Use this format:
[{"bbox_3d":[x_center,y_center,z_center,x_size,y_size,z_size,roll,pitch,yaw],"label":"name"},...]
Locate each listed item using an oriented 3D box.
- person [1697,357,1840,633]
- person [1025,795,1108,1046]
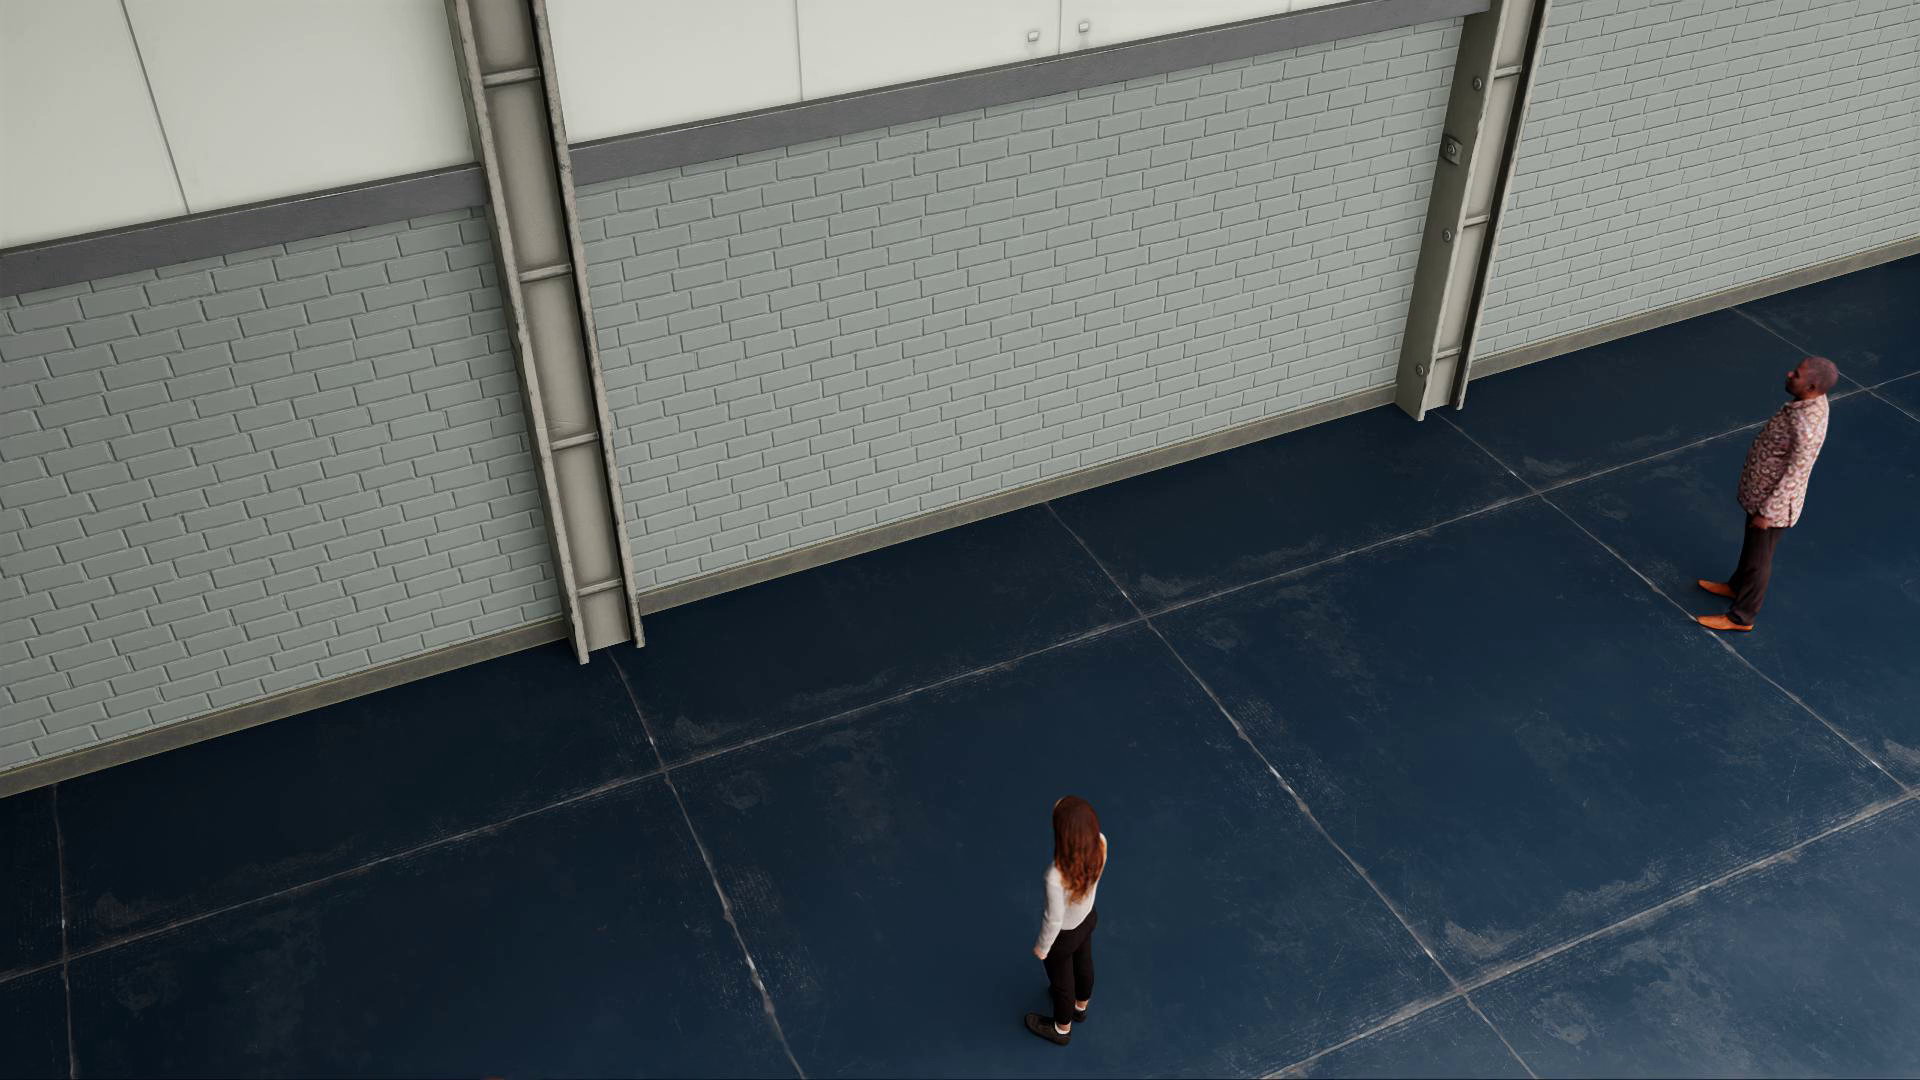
[{"bbox_3d":[4.658,-0.266,9.496,0.835,1.808,0.762,15,40,18],"label":"person"},{"bbox_3d":[0.485,1.670,7.284,0.672,1.485,0.562,25,45,29],"label":"person"}]
